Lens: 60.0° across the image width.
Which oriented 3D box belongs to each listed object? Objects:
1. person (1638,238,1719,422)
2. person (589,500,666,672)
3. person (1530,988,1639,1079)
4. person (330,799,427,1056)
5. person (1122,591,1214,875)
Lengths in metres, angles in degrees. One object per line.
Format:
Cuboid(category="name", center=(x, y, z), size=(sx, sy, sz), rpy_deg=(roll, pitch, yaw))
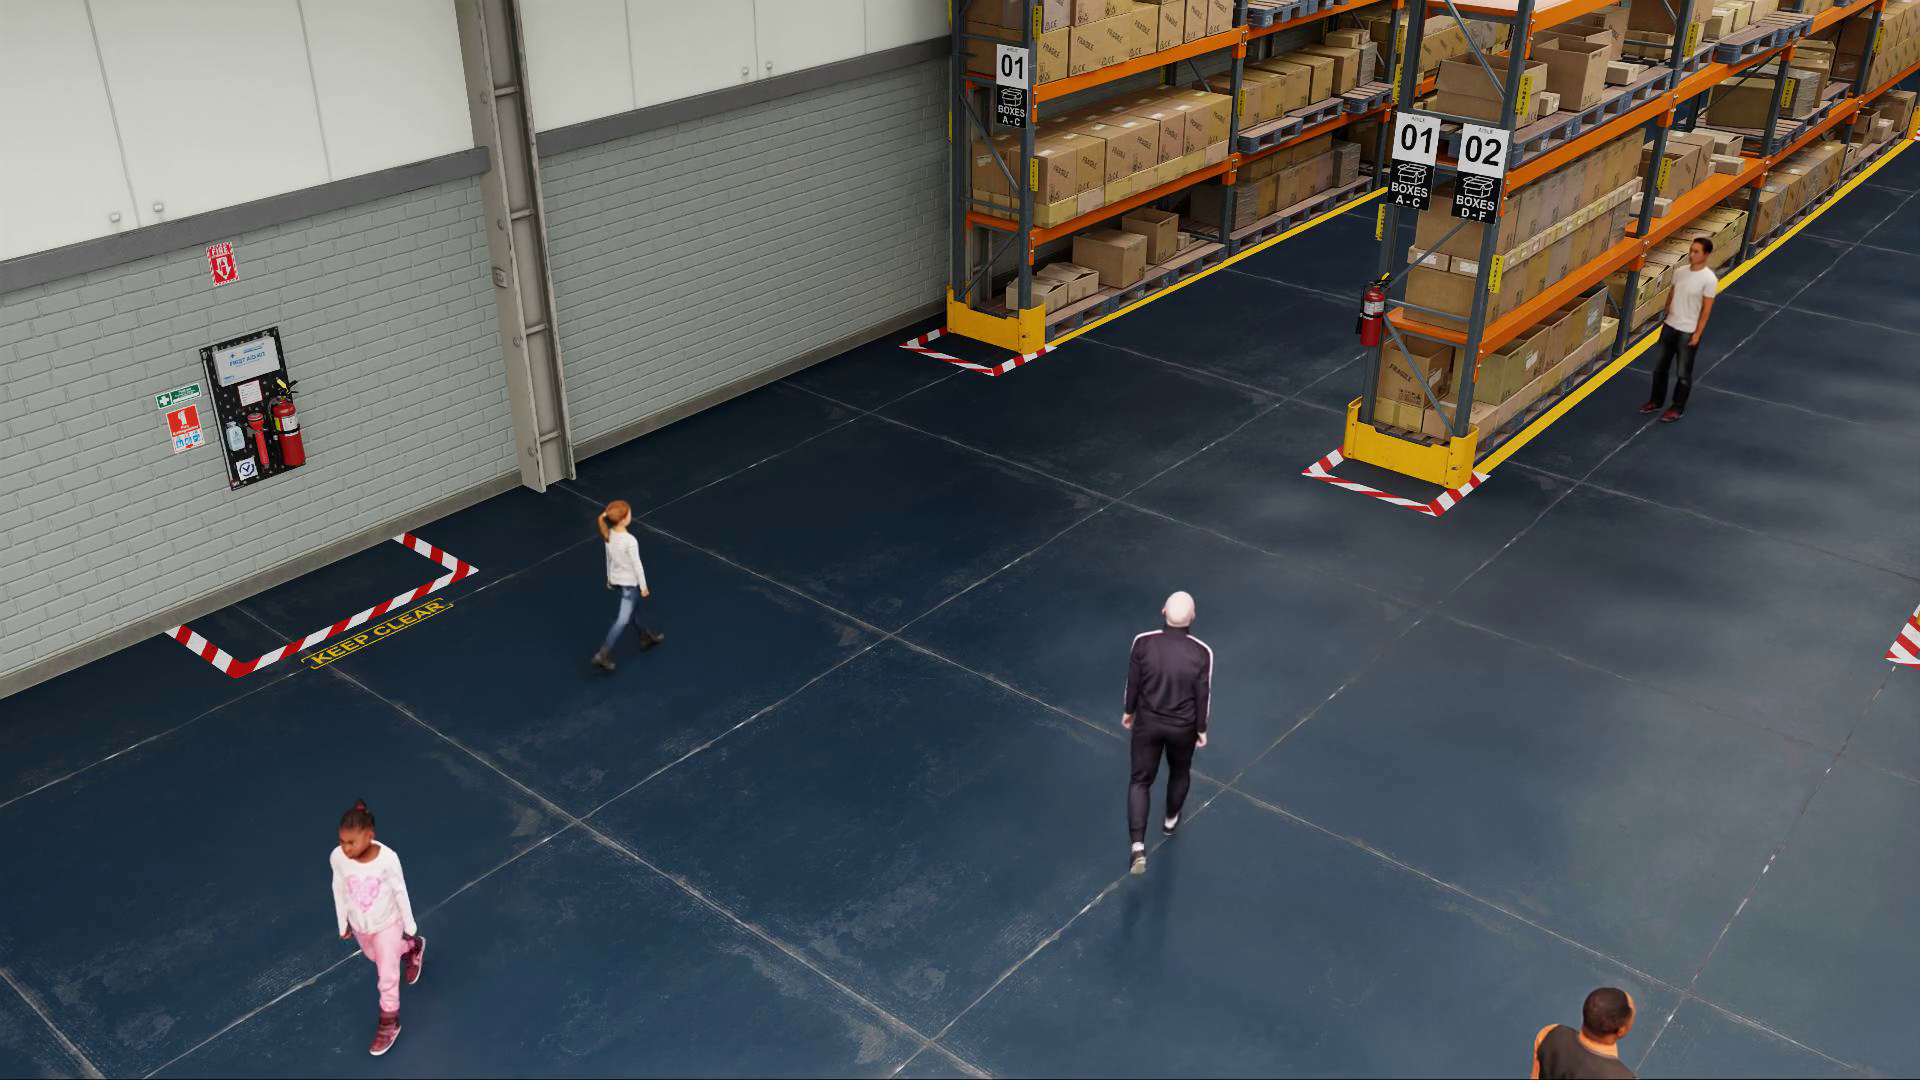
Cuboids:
Cuboid(category="person", center=(6.999, -2.032, 15.976), size=(0.700, 1.797, 0.726), rpy_deg=(-16, 32, -28))
Cuboid(category="person", center=(-2.477, 0.349, 12.045), size=(0.478, 1.290, 0.915), rpy_deg=(22, 35, 35))
Cuboid(category="person", center=(2.589, 2.650, 7.067), size=(0.697, 1.908, 0.749), rpy_deg=(-18, 33, -31))
Cuboid(category="person", center=(-3.078, 1.967, 8.863), size=(0.858, 1.424, 1.034), rpy_deg=(5, 28, 9))
Cuboid(category="person", center=(1.211, 1.174, 9.945), size=(1.015, 1.808, 1.241), rpy_deg=(6, 29, 12))
